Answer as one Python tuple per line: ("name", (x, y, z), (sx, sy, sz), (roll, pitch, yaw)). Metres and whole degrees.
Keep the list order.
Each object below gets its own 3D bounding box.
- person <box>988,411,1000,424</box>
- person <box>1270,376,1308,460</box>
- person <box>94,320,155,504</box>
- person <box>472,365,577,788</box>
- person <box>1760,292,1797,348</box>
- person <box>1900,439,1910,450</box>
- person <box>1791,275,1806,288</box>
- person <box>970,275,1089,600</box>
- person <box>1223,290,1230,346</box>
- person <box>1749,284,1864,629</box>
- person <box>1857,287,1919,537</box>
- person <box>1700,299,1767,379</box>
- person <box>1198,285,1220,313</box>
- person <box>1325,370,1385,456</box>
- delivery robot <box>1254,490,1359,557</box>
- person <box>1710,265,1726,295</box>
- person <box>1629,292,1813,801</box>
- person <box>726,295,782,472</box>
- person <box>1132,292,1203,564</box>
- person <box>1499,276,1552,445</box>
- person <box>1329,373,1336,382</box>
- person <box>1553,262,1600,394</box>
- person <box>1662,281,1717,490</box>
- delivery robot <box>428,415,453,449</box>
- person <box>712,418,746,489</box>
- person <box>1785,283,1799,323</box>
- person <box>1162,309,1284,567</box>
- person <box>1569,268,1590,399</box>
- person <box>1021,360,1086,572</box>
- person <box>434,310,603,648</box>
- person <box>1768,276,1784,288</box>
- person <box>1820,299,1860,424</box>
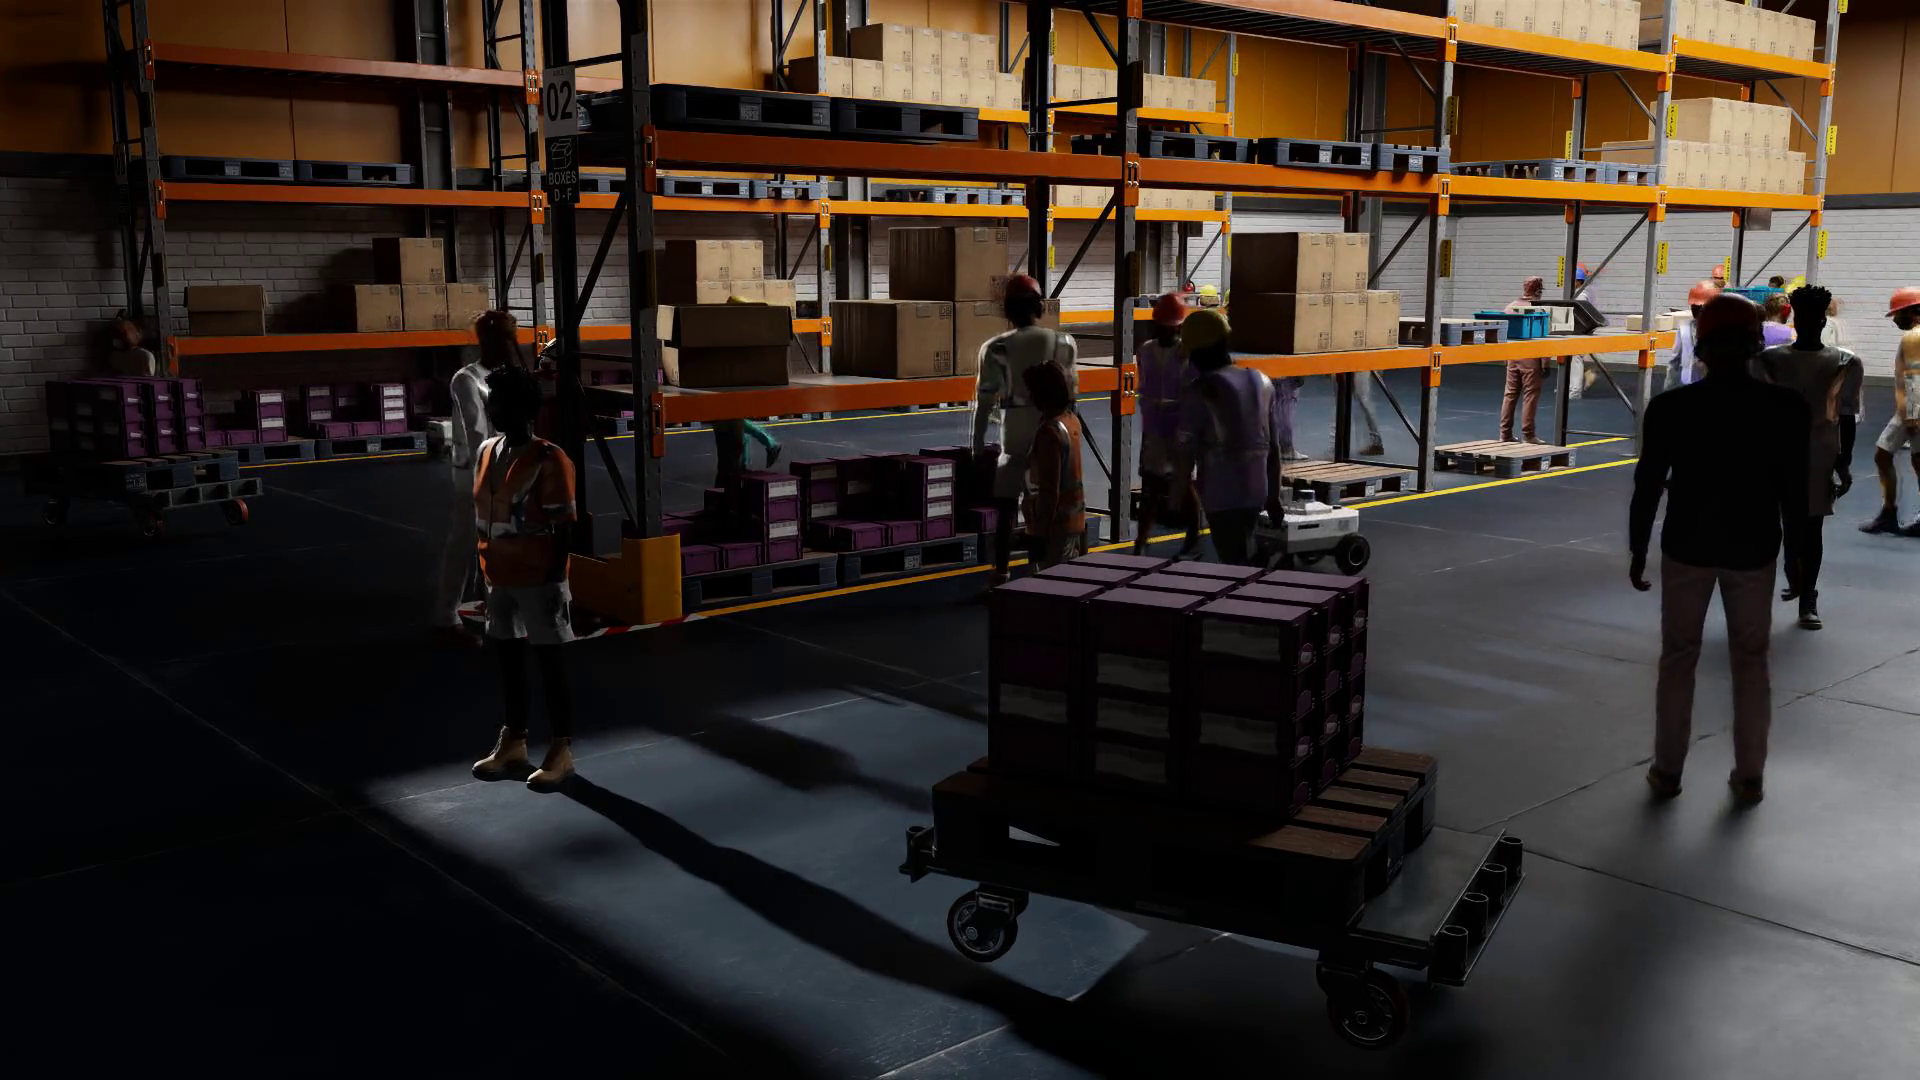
("person", (0.539, -2.301, 21.054), (0.580, 1.677, 0.548), (-7, 12, -36))
("person", (3.431, -1.797, 17.458), (0.403, 1.906, 0.652), (-4, 11, -23))
("person", (-7.116, -1.104, 14.356), (0.505, 1.575, 0.903), (3, 10, 16))
("person", (-1.761, 0.146, 6.691), (0.533, 1.697, 0.319), (6, 12, 33))
("person", (6.864, -1.172, 14.052), (0.670, 1.811, 0.623), (-3, 10, -15))
("person", (10.584, -1.892, 18.117), (0.904, 1.865, 0.670), (-6, 11, -32))
("person", (12.594, -3.056, 25.031), (0.404, 1.837, 0.590), (0, 10, 2))
("person", (0.468, -0.593, 10.107), (0.813, 2.018, 0.572), (-1, 10, -4))
("person", (2.707, -1.592, 16.475), (0.601, 1.827, 0.404), (-5, 11, -27))
("person", (4.798, -0.474, 9.532), (0.602, 1.966, 0.368), (4, 11, 24))
("person", (7.204, -0.963, 12.637), (0.598, 1.883, 0.658), (-7, 12, -36))
("person", (5.298, -0.725, 11.410), (0.431, 1.831, 0.628), (-1, 10, -4))
("person", (3.283, -2.491, 21.991), (0.310, 1.744, 0.486), (3, 10, 18))
("person", (4.266, -1.855, 17.862), (0.713, 1.905, 0.398), (8, 13, 40))
("delivery robot", (2.322, -0.094, 11.157), (0.707, 0.478, 0.477), (-5, 11, -28))
("person", (10.992, -2.996, 24.208), (0.611, 1.996, 0.379), (0, 10, 1))
("person", (2.960, 0.037, 6.491), (0.640, 1.983, 0.412), (3, 10, 19))
("person", (-2.079, -1.521, 16.286), (0.484, 1.749, 0.538), (-3, 10, -18))
("person", (1.402, -0.722, 11.210), (0.572, 1.875, 0.970), (7, 12, 34))
("person", (6.432, -2.023, 18.812), (0.398, 1.899, 0.635), (-6, 12, -33))
("person", (6.479, -3.585, 27.925), (0.658, 1.908, 0.790), (7, 12, 36))
("person", (9.494, -3.238, 25.543), (0.538, 2.024, 0.641), (4, 10, 22))
("person", (6.568, -1.365, 14.972), (0.955, 1.884, 0.584), (-5, 11, -28))
("delivery robot", (-5.168, -1.154, 17.364), (0.707, 0.478, 0.477), (-8, 13, -39))
("person", (-1.690, -0.785, 12.322), (0.281, 1.634, 0.499), (-4, 10, -20))
("person", (11.468, -2.668, 23.003), (0.546, 1.753, 0.607), (3, 10, 15))
("person", (1.312, -0.224, 8.387), (0.608, 1.855, 0.880), (-8, 12, -38))
("person", (9.168, -3.073, 24.807), (0.394, 1.945, 0.614), (1, 10, 8))
("person", (0.446, -0.037, 7.930), (0.310, 1.639, 0.514), (3, 10, 15))
("person", (-2.439, -0.303, 8.906), (1.021, 1.822, 0.588), (3, 10, 18))
("person", (12.774, -3.222, 26.080), (0.952, 1.811, 0.540), (-1, 10, -7))
("person", (10.938, -2.241, 20.980), (0.936, 1.580, 0.535), (6, 11, 31))
